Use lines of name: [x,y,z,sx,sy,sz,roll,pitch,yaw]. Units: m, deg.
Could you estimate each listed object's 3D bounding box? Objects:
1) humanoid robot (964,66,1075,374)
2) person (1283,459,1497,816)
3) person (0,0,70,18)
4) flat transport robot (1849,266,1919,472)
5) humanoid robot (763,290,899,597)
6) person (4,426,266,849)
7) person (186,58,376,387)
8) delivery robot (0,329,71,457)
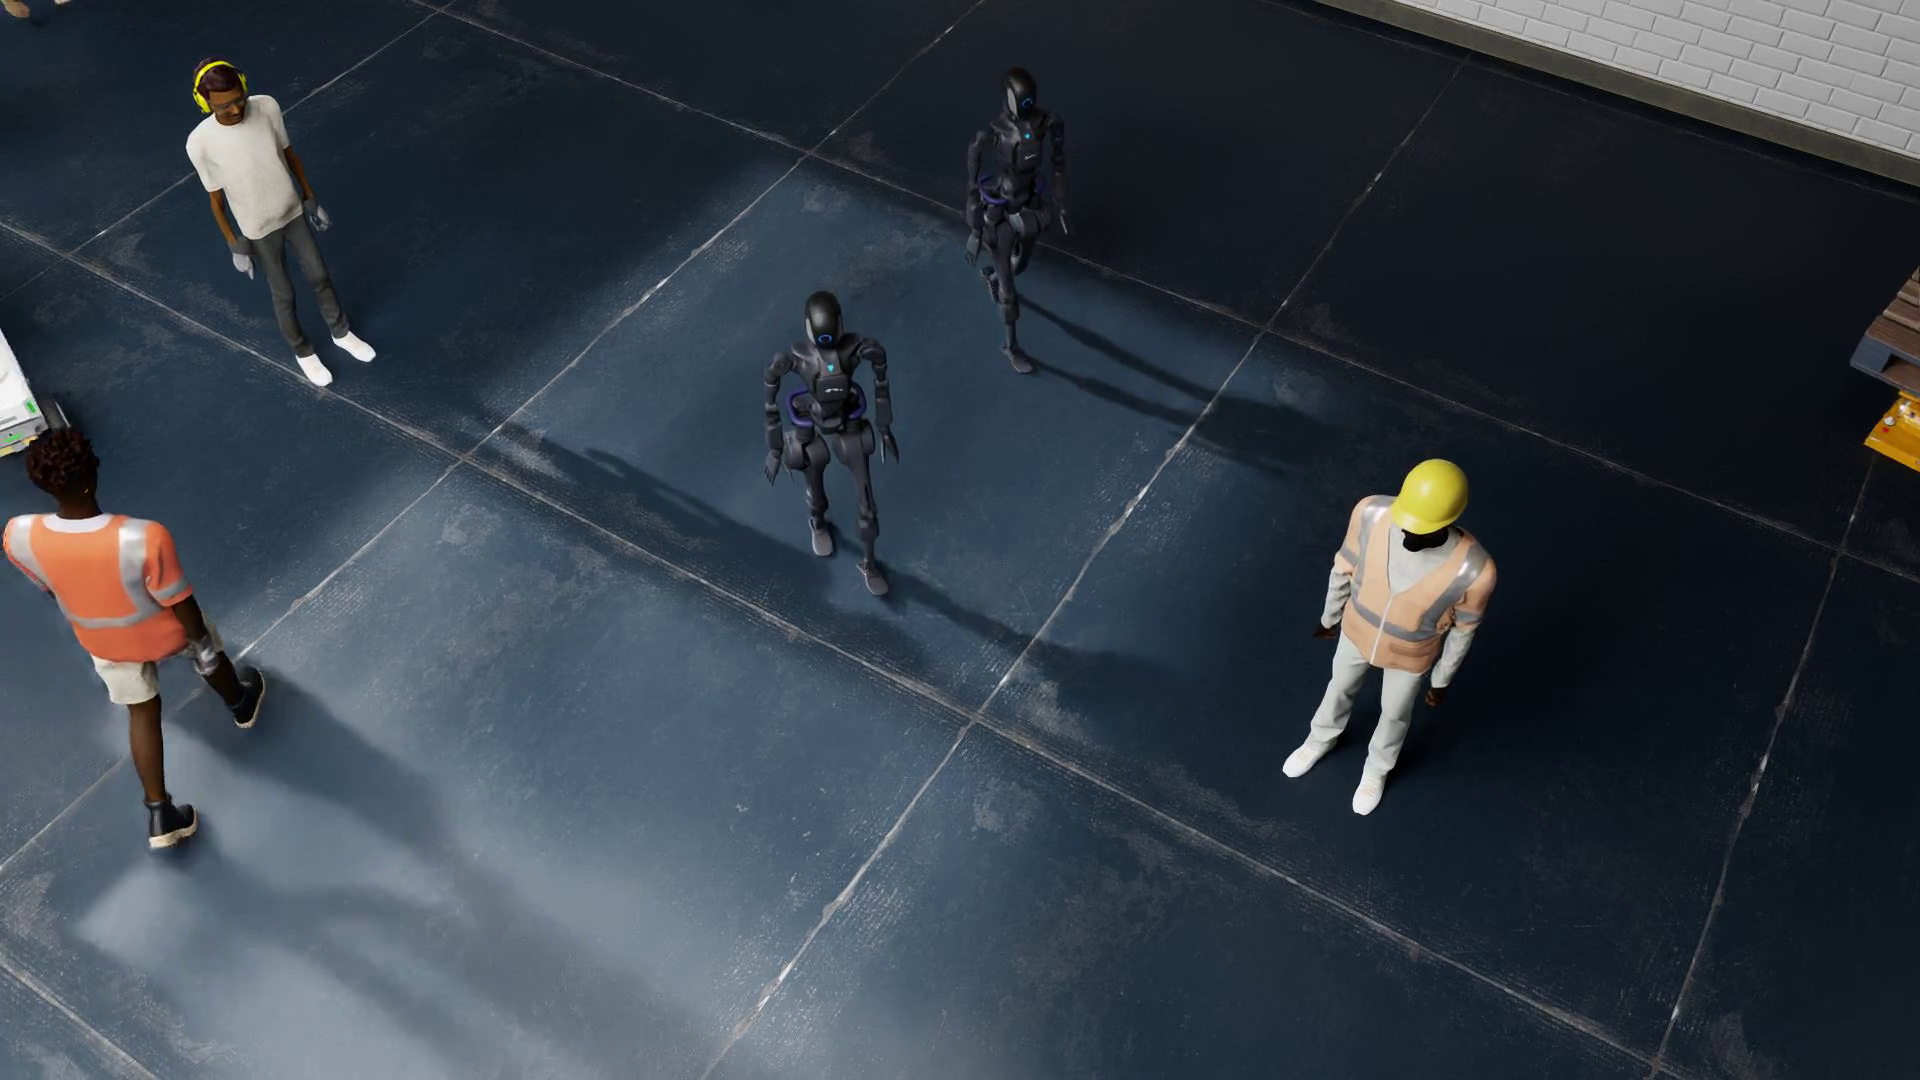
humanoid robot: [0.260,-1.676,8.389,0.596,1.652,0.760,-22,52,-18]
person: [1.647,0.380,6.382,0.585,1.928,0.373,30,55,24]
person: [-6.024,-4.158,10.389,0.483,1.876,0.635,35,58,27]
flat transport robot: [5.246,-0.759,8.479,0.659,0.231,1.431,35,57,26]
humanoid robot: [-0.561,-0.431,7.264,0.609,1.634,0.595,-12,50,-11]
person: [-3.179,0.361,6.402,0.600,1.927,0.944,-4,49,-4]
person: [-3.332,-1.539,8.111,0.342,1.856,0.523,31,56,24]
delivery robot: [-4.797,-0.692,8.241,0.520,0.611,0.782,-27,54,-22]
